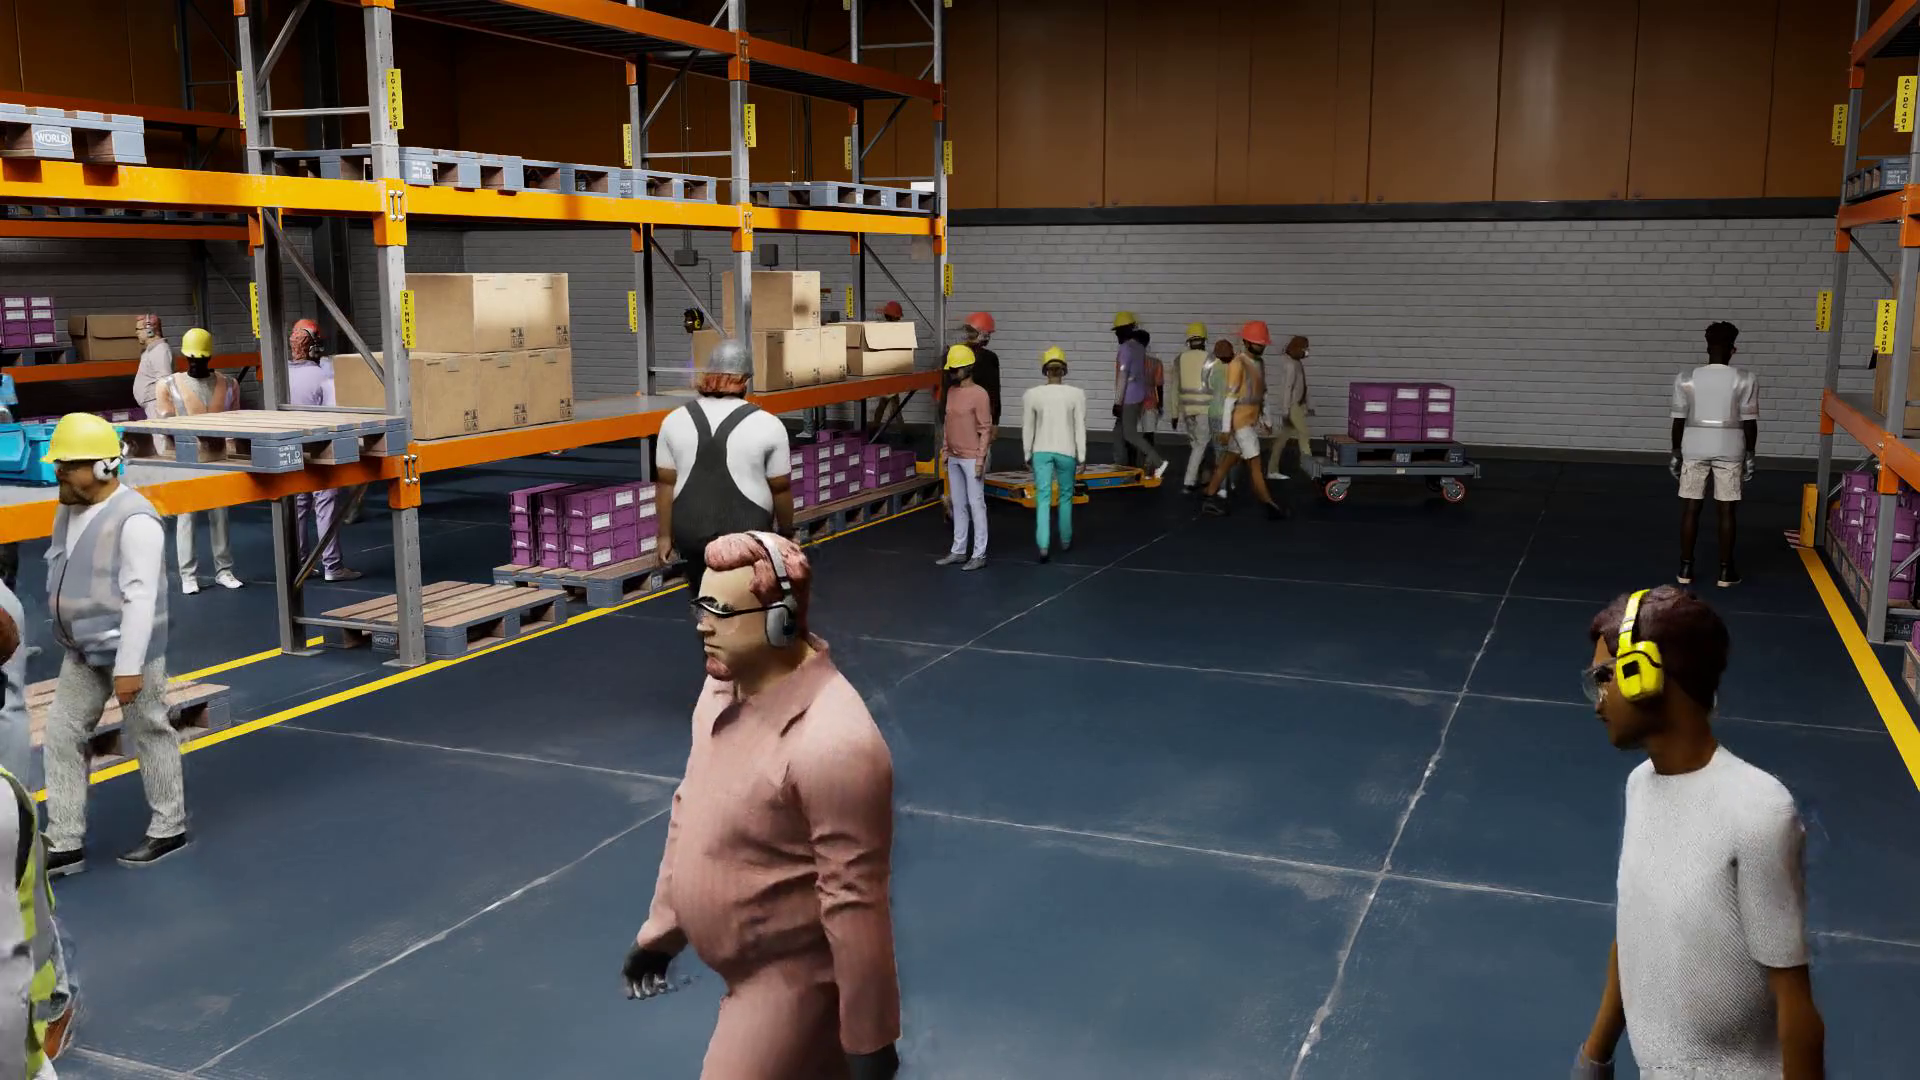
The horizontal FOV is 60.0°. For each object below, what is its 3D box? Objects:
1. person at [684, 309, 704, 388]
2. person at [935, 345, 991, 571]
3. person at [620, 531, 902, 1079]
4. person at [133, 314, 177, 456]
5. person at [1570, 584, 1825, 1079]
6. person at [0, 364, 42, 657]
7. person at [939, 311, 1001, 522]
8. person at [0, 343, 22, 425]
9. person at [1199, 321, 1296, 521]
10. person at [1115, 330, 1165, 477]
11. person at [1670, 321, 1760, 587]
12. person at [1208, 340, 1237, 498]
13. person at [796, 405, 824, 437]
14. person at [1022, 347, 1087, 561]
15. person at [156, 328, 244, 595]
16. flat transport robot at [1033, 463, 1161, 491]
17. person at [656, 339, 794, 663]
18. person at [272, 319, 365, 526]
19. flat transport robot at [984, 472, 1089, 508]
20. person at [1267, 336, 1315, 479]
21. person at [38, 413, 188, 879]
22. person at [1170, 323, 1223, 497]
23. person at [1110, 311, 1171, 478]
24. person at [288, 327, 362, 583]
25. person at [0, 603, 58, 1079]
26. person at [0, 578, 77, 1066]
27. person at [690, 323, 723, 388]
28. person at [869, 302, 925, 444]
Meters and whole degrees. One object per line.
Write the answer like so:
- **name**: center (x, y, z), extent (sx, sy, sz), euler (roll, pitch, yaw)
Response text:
- **person**: center (-3.073, -1.776, 19.561), extent (0.316, 1.861, 0.514), euler (-4, 10, -22)
- **person**: center (0.025, -0.639, 12.973), extent (0.327, 1.760, 0.523), euler (-7, 12, -36)
- **person**: center (-0.364, 0.884, 3.480), extent (1.024, 1.854, 0.646), euler (-4, 10, -22)
- **person**: center (-7.792, -1.237, 16.148), extent (0.402, 1.904, 0.652), euler (-5, 10, -26)
- **person**: center (1.247, 1.006, 2.810), extent (0.335, 1.832, 0.672), euler (-1, 9, -4)
- **person**: center (-5.789, -0.199, 9.868), extent (0.612, 1.899, 0.461), euler (5, 11, 28)
- **person**: center (0.065, -1.096, 15.131), extent (0.660, 1.962, 0.703), euler (9, 13, 42)
- **person**: center (-9.292, -1.084, 15.962), extent (0.543, 1.663, 0.864), euler (4, 10, 22)
- **person**: center (2.665, -1.101, 15.465), extent (0.967, 1.869, 0.638), euler (5, 11, 29)
- **person**: center (1.968, -1.463, 18.210), extent (0.543, 1.675, 0.690), euler (1, 9, 4)
- **person**: center (5.584, -0.634, 12.332), extent (0.600, 1.959, 0.376), euler (6, 11, 32)
- **person**: center (2.707, -1.254, 17.142), extent (0.500, 1.610, 0.634), euler (0, 9, -2)
- **person**: center (-2.097, -2.284, 23.005), extent (0.305, 1.737, 0.484), euler (7, 12, 37)
- **person**: center (0.759, -0.696, 13.469), extent (0.525, 1.713, 0.905), euler (1, 9, 5)
- **person**: center (-5.485, -0.574, 12.088), extent (0.589, 1.918, 0.392), euler (-9, 13, -43)
- **flat transport robot**: center (1.354, -0.651, 17.536), extent (1.431, 0.197, 0.652), euler (-6, 11, -31)
- **person**: center (-1.194, -0.087, 8.770), extent (0.689, 2.000, 1.022), euler (2, 10, 10)
- **person**: center (-5.737, -1.021, 14.871), extent (0.564, 1.888, 0.978), euler (5, 10, 26)
- **flat transport robot**: center (0.618, -0.525, 16.773), extent (0.652, 0.197, 1.431), euler (-6, 11, -31)
- **person**: center (3.771, -1.433, 18.273), extent (0.818, 1.597, 0.503), euler (3, 10, 18)
- **person**: center (-3.350, 0.427, 6.347), extent (0.627, 1.804, 0.760), euler (6, 11, 31)
- **person**: center (2.480, -1.347, 17.210), extent (0.591, 1.787, 0.896), euler (8, 12, 39)
- **person**: center (1.919, -1.548, 18.119), extent (0.831, 1.877, 0.661), euler (4, 10, 21)
- **person**: center (-4.841, -0.630, 12.465), extent (0.638, 1.910, 0.407), euler (3, 10, 18)
- **person**: center (-1.934, 0.976, 3.118), extent (0.652, 1.791, 0.881), euler (4, 10, 24)
- **person**: center (-2.785, 0.706, 4.530), extent (0.648, 1.878, 1.036), euler (0, 9, 0)
- **person**: center (-2.370, -1.182, 16.077), extent (0.575, 1.822, 0.814), euler (5, 11, 29)
- **person**: center (-0.843, -2.203, 22.051), extent (1.000, 1.882, 0.556), euler (5, 11, 29)
